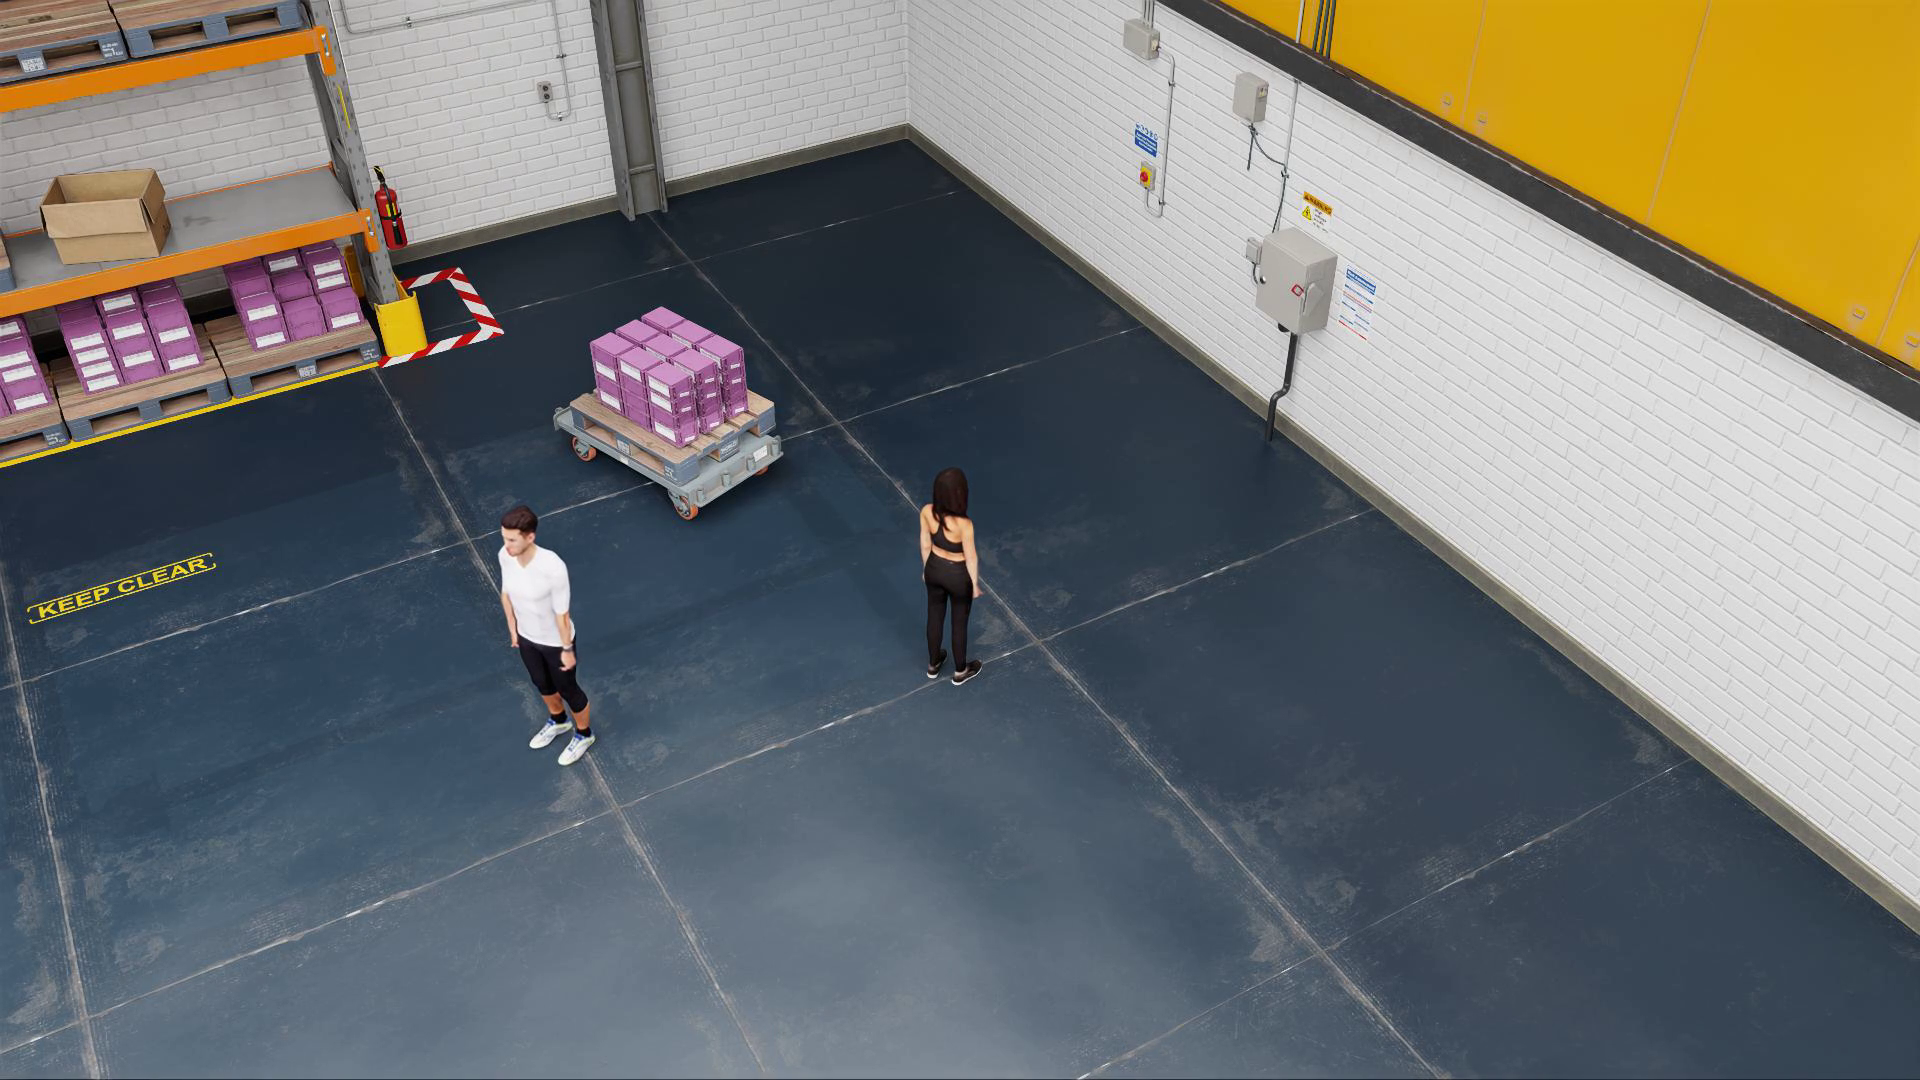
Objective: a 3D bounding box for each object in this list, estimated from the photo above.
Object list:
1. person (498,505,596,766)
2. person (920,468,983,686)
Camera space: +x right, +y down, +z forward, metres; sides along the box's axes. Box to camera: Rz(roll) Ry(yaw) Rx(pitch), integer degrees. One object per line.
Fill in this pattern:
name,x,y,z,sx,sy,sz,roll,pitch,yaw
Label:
person,-2.466,0.548,9.915,0.740,1.848,0.749,19,42,22
person,-0.075,0.231,10.475,0.629,1.644,0.647,18,42,22
